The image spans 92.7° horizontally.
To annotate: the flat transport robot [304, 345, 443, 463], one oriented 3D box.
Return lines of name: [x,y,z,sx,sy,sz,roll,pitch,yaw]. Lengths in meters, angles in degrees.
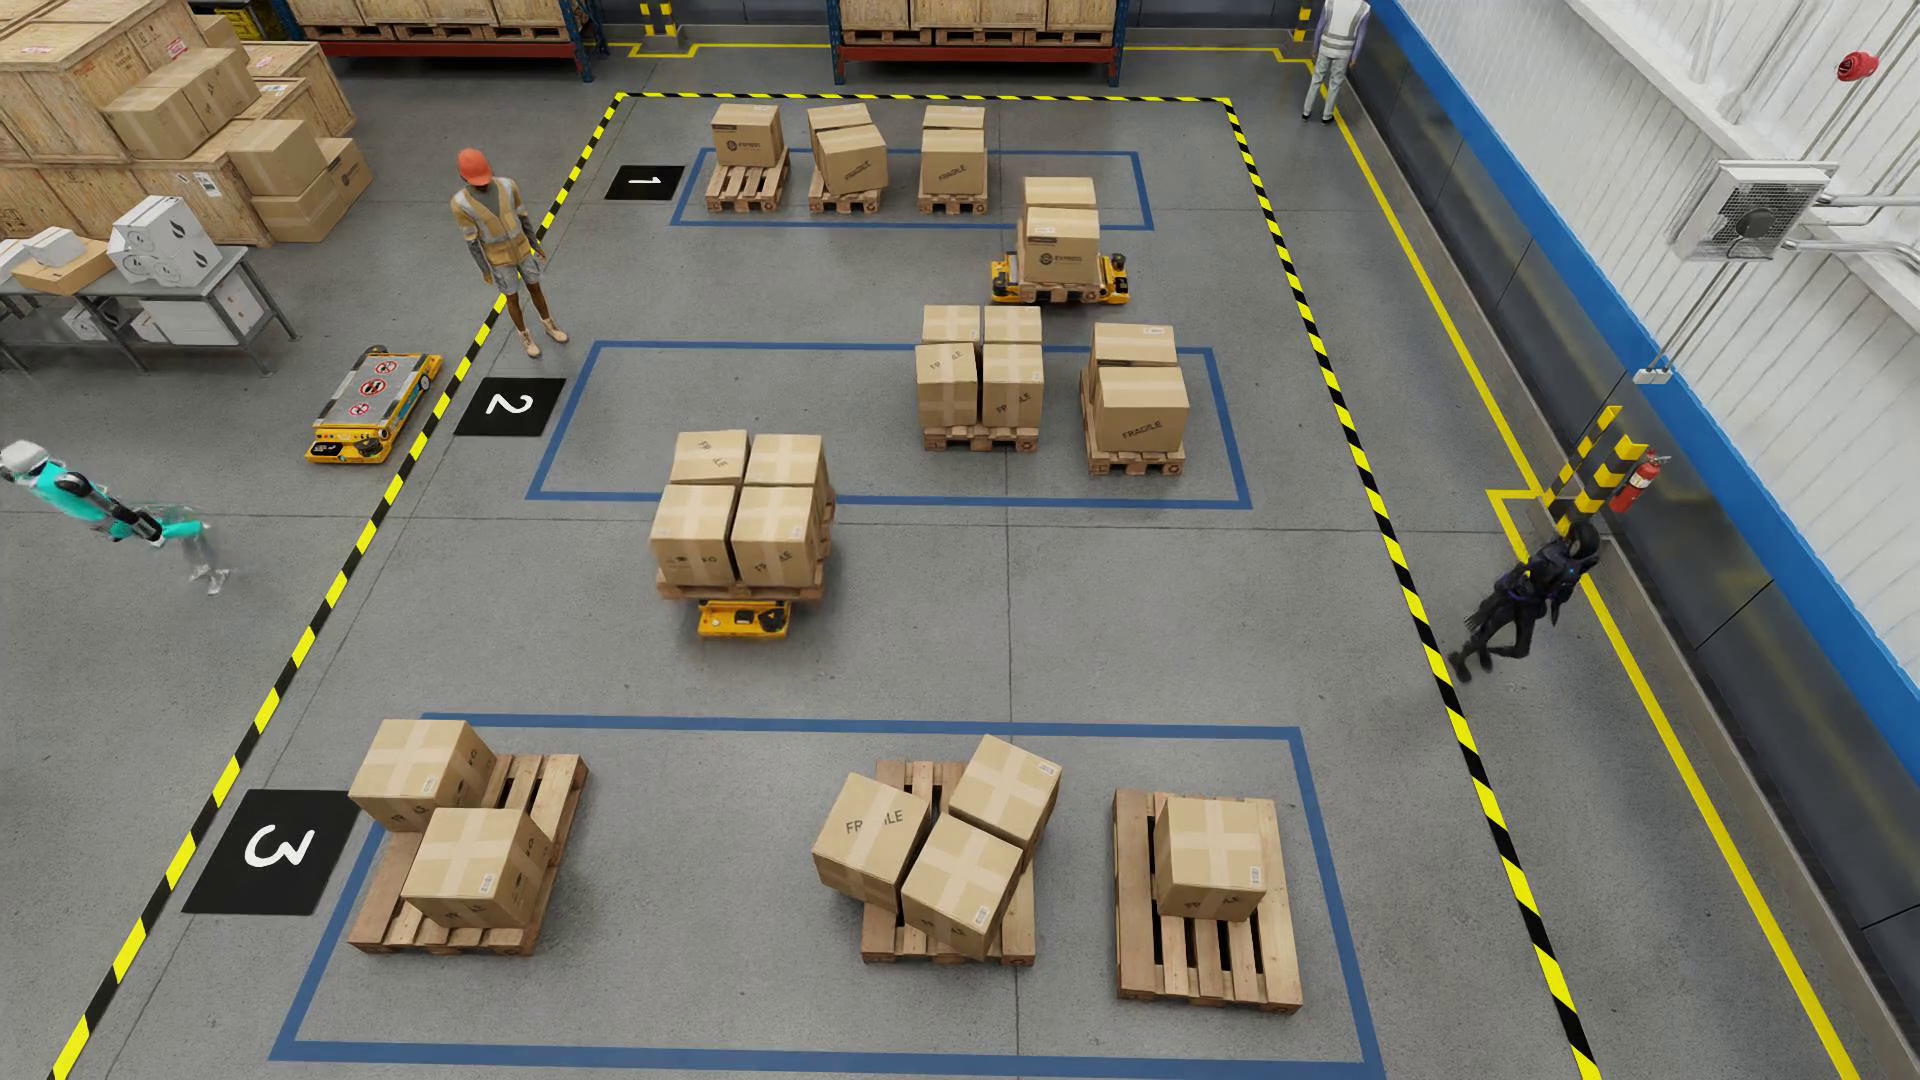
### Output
flat transport robot: [-5.383,-1.269,8.441,0.659,0.231,1.431,1,50,1]

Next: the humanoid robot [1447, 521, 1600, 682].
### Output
humanoid robot: [3.718,0.430,6.074,0.616,1.646,0.346,-6,50,-5]

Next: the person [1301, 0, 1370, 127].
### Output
person: [4.763,-6.209,11.598,0.599,1.827,0.404,24,54,19]

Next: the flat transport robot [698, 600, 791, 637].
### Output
flat transport robot: [-1.615,0.120,7.247,0.652,0.197,1.431,1,50,1]

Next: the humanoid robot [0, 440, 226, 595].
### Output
humanoid robot: [-5.866,-0.187,6.575,0.548,1.776,0.790,8,50,7]

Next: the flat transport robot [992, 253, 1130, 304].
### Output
flat transport robot: [1.053,-2.788,9.708,1.431,0.197,0.652,1,50,1]

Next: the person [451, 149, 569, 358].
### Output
person: [-4.122,-2.612,8.424,0.400,2.029,0.611,36,58,26]
